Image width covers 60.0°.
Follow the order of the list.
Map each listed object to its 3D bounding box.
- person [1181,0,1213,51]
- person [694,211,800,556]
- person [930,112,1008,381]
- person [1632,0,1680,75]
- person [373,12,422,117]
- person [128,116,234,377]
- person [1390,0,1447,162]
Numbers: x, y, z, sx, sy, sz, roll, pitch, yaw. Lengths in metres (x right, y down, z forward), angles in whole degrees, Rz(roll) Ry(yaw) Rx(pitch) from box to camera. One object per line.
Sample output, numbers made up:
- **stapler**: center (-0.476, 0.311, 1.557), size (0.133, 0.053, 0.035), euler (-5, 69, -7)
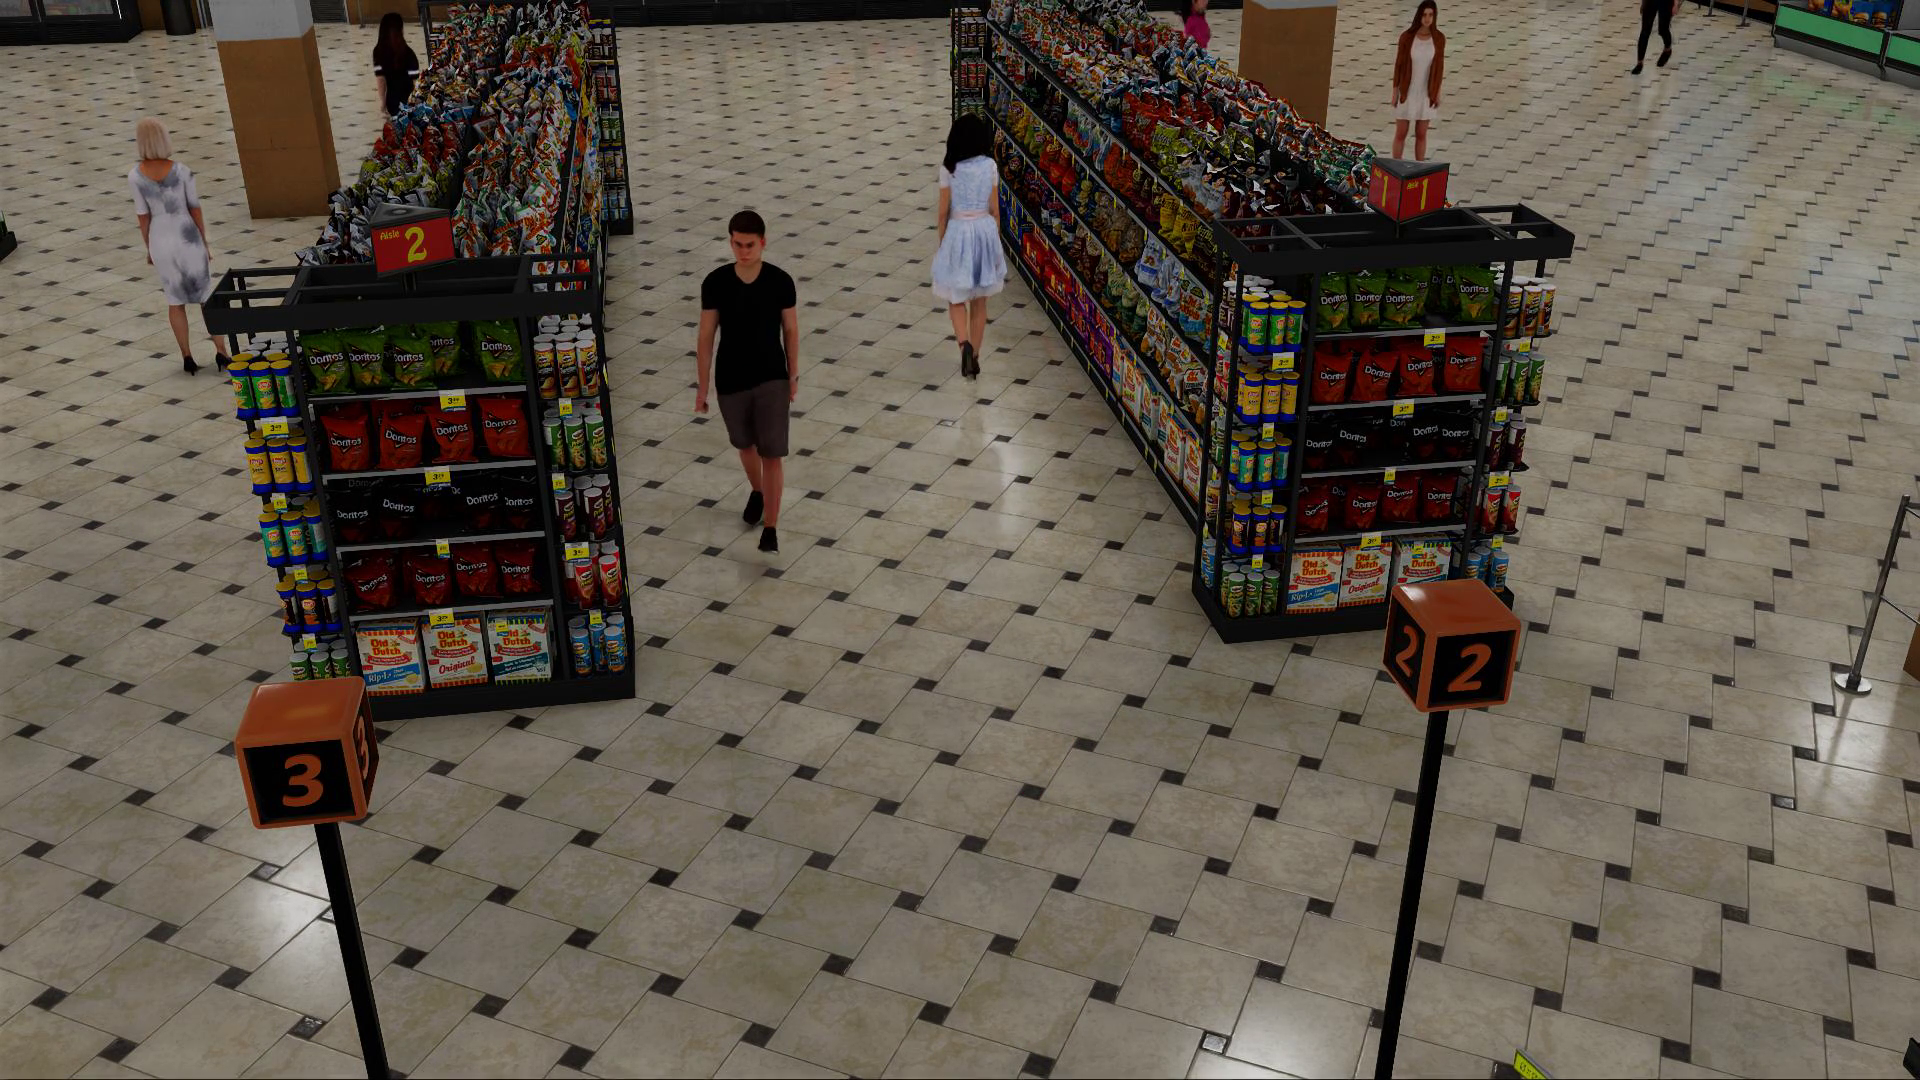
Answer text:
- **person**: center (2.303, -4.745, 16.757), size (0.796, 1.668, 0.637), euler (-3, 27, -7)
- **person**: center (-1.112, -0.881, 8.977), size (0.819, 1.814, 1.204), euler (0, 27, 0)
- **person**: center (0.076, -1.853, 10.904), size (0.708, 1.804, 0.939), euler (-2, 27, -4)
- **person**: center (8.620, -6.590, 20.386), size (1.123, 1.676, 1.141), euler (19, 33, 33)
- **person**: center (-5.161, -3.997, 15.353), size (0.911, 1.605, 1.119), euler (8, 28, 16)
- **person**: center (-5.259, -1.967, 11.187), size (0.580, 1.751, 0.536), euler (-8, 28, -15)
- **person**: center (4.289, -4.212, 15.654), size (0.666, 1.716, 0.641), euler (2, 27, 5)
